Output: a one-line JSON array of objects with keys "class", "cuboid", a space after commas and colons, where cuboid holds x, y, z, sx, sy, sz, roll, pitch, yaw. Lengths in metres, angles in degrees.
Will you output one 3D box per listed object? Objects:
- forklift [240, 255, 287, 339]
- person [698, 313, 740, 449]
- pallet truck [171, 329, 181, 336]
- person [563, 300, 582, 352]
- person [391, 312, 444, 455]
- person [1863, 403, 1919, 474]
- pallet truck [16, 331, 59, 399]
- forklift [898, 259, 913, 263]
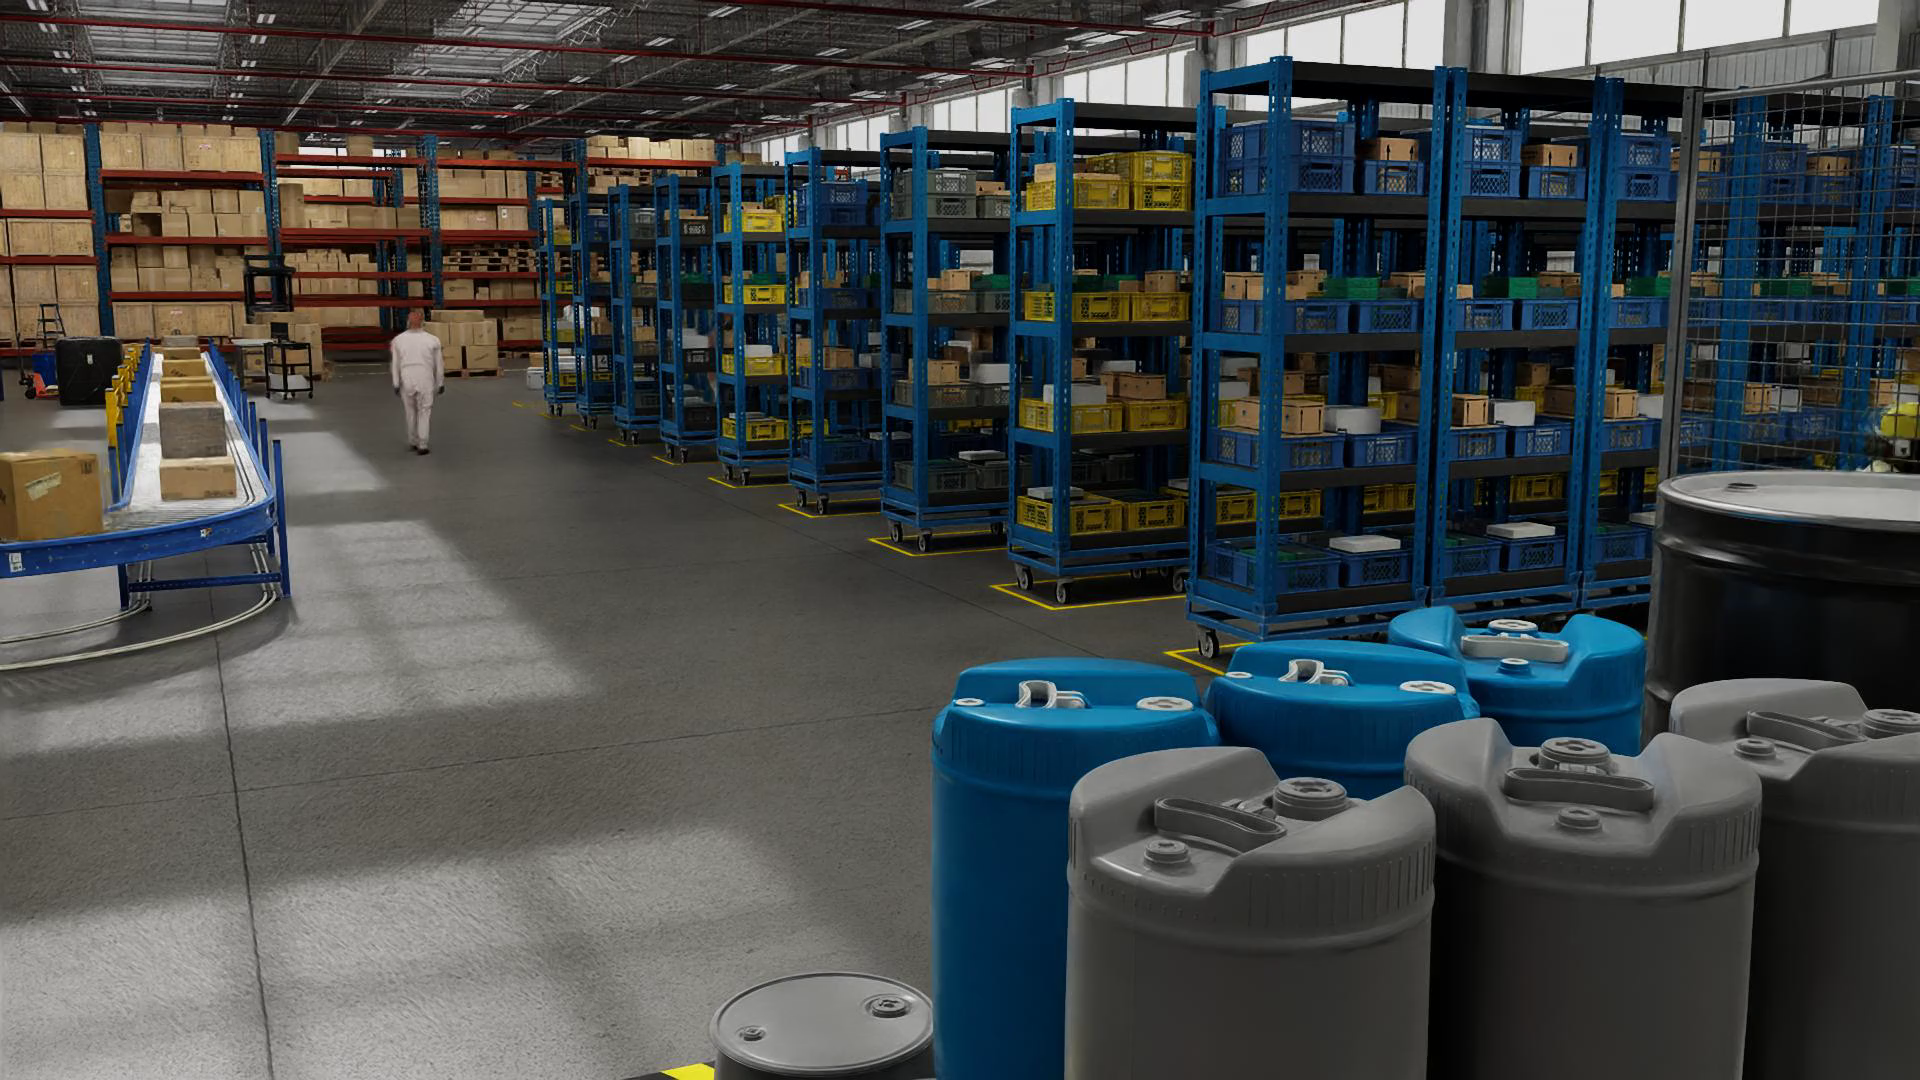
[{"class": "forklift", "cuboid": [-16.926, -5.566, 40.622, 1.129, 2.768, 1.873, -6, 11, -32]}, {"class": "person", "cuboid": [-3.266, -2.197, 22.560, 0.609, 1.964, 0.643, -4, 10, -26]}, {"class": "pallet truck", "cuboid": [-17.275, -3.851, 35.096, 1.601, 1.201, 0.680, 0, 9, 1]}, {"class": "person", "cuboid": [-9.379, -5.059, 40.406, 0.601, 1.940, 0.413, 4, 10, 22]}, {"class": "person", "cuboid": [-7.204, -2.089, 22.183, 0.648, 1.862, 0.973, -1, 9, -5]}, {"class": "person", "cuboid": [4.491, 0.248, 7.878, 0.831, 1.789, 0.601, 4, 10, 24]}, {"class": "pallet truck", "cuboid": [-17.082, -3.353, 31.781, 1.630, 1.274, 0.653, -4, 10, -25]}, {"class": "forklift", "cuboid": [-1.701, -7.482, 52.509, 1.129, 2.768, 1.873, -4, 10, -25]}]
